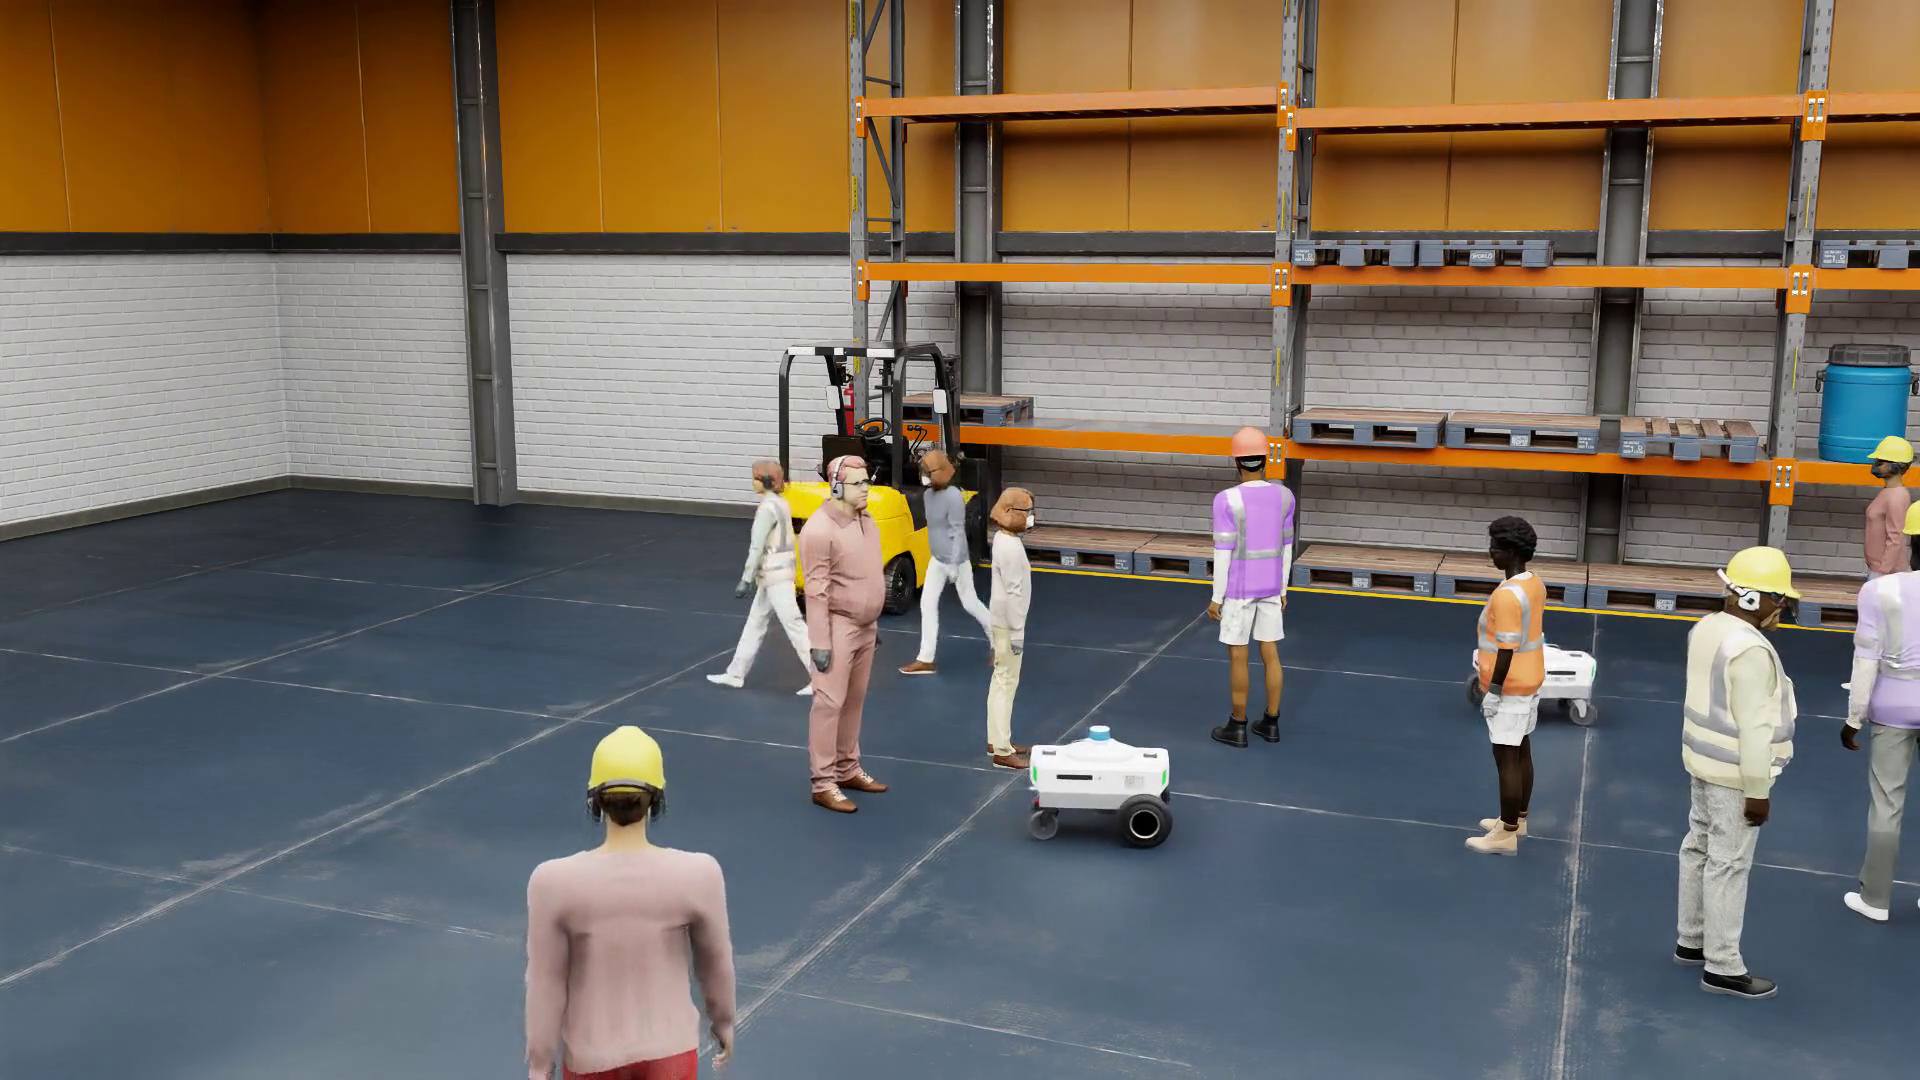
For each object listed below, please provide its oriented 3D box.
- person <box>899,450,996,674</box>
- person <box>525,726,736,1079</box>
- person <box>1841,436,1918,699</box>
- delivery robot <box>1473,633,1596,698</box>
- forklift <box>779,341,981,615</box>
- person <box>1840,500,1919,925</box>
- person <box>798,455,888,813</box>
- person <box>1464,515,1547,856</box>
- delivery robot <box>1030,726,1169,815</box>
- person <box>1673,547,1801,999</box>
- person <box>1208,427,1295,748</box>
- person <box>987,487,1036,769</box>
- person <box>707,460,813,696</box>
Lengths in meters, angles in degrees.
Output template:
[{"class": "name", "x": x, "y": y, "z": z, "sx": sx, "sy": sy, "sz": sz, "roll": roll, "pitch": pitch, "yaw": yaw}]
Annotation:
[{"class": "person", "x": -0.015, "y": 0.147, "z": 11.746, "sx": 0.824, "sy": 1.591, "sz": 0.553, "roll": -7, "pitch": 12, "yaw": -33}, {"class": "person", "x": -0.903, "y": 1.351, "z": 4.609, "sx": 0.558, "sy": 1.735, "sz": 0.750, "roll": -2, "pitch": 10, "yaw": -11}, {"class": "person", "x": 6.093, "y": 0.194, "z": 10.995, "sx": 0.302, "sy": 1.772, "sz": 0.525, "roll": 4, "pitch": 11, "yaw": 21}, {"class": "delivery robot", "x": 3.648, "y": 0.830, "z": 10.573, "sx": 0.707, "sy": 0.478, "sz": 0.477, "roll": 1, "pitch": 10, "yaw": 3}, {"class": "forklift", "x": -0.739, "y": -0.602, "z": 14.246, "sx": 1.214, "sy": 2.155, "sz": 2.313, "roll": 4, "pitch": 11, "yaw": 21}, {"class": "person", "x": 4.244, "y": 0.763, "z": 7.391, "sx": 0.595, "sy": 1.923, "sz": 0.379, "roll": 2, "pitch": 10, "yaw": 10}, {"class": "person", "x": -0.597, "y": 0.489, "z": 8.970, "sx": 0.399, "sy": 1.908, "sz": 0.643, "roll": 5, "pitch": 11, "yaw": 25}, {"class": "person", "x": 2.730, "y": 0.719, "z": 8.274, "sx": 0.319, "sy": 1.695, "sz": 0.533, "roll": 6, "pitch": 12, "yaw": 32}, {"class": "delivery robot", "x": 0.712, "y": 1.197, "z": 8.531, "sx": 0.707, "sy": 0.478, "sz": 0.477, "roll": 1, "pitch": 10, "yaw": 5}, {"class": "person", "x": 3.155, "y": 0.927, "z": 6.763, "sx": 0.404, "sy": 1.824, "sz": 0.586, "roll": 1, "pitch": 10, "yaw": 4}, {"class": "person", "x": 1.736, "y": 0.286, "z": 10.023, "sx": 0.547, "sy": 1.934, "sz": 0.375, "roll": -4, "pitch": 11, "yaw": -21}, {"class": "person", "x": 0.304, "y": 0.502, "z": 9.655, "sx": 0.277, "sy": 1.631, "sz": 0.507, "roll": -1, "pitch": 10, "yaw": -5}, {"class": "person", "x": -1.255, "y": 0.259, "z": 11.134, "sx": 0.884, "sy": 1.593, "sz": 0.527, "roll": 0, "pitch": 10, "yaw": 1}]
